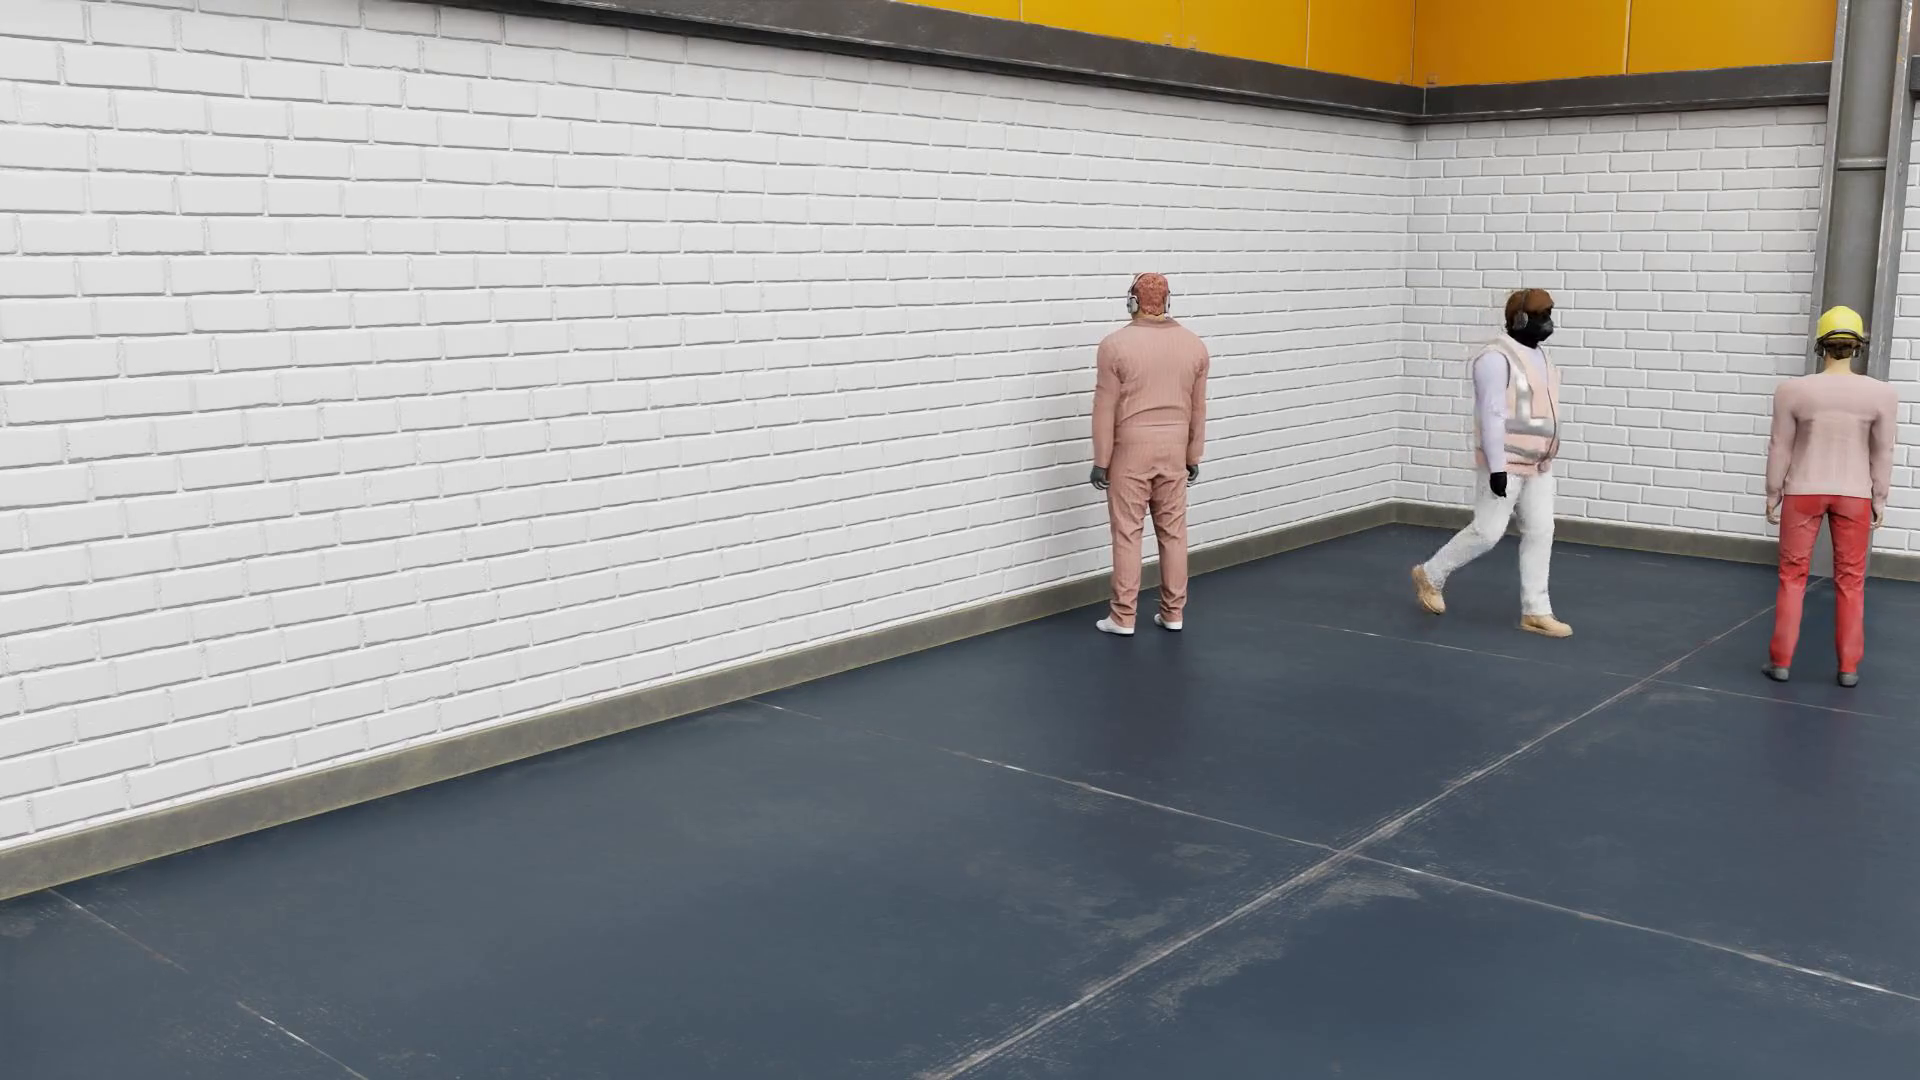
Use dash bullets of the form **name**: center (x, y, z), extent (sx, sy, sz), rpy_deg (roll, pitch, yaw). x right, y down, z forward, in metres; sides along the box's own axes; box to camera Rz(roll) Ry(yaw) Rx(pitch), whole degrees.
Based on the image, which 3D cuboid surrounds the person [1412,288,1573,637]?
- **person**: center (2.853, -0.422, 8.809), extent (0.613, 1.821, 0.800), rpy_deg (-8, 13, -39)

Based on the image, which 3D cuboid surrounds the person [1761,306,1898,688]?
- **person**: center (4.022, -0.199, 7.729), extent (0.522, 1.758, 0.349), rpy_deg (4, 11, 22)

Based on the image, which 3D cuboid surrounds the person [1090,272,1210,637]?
- **person**: center (0.975, -0.445, 8.724), extent (0.643, 1.903, 0.402), rpy_deg (-4, 11, -22)
